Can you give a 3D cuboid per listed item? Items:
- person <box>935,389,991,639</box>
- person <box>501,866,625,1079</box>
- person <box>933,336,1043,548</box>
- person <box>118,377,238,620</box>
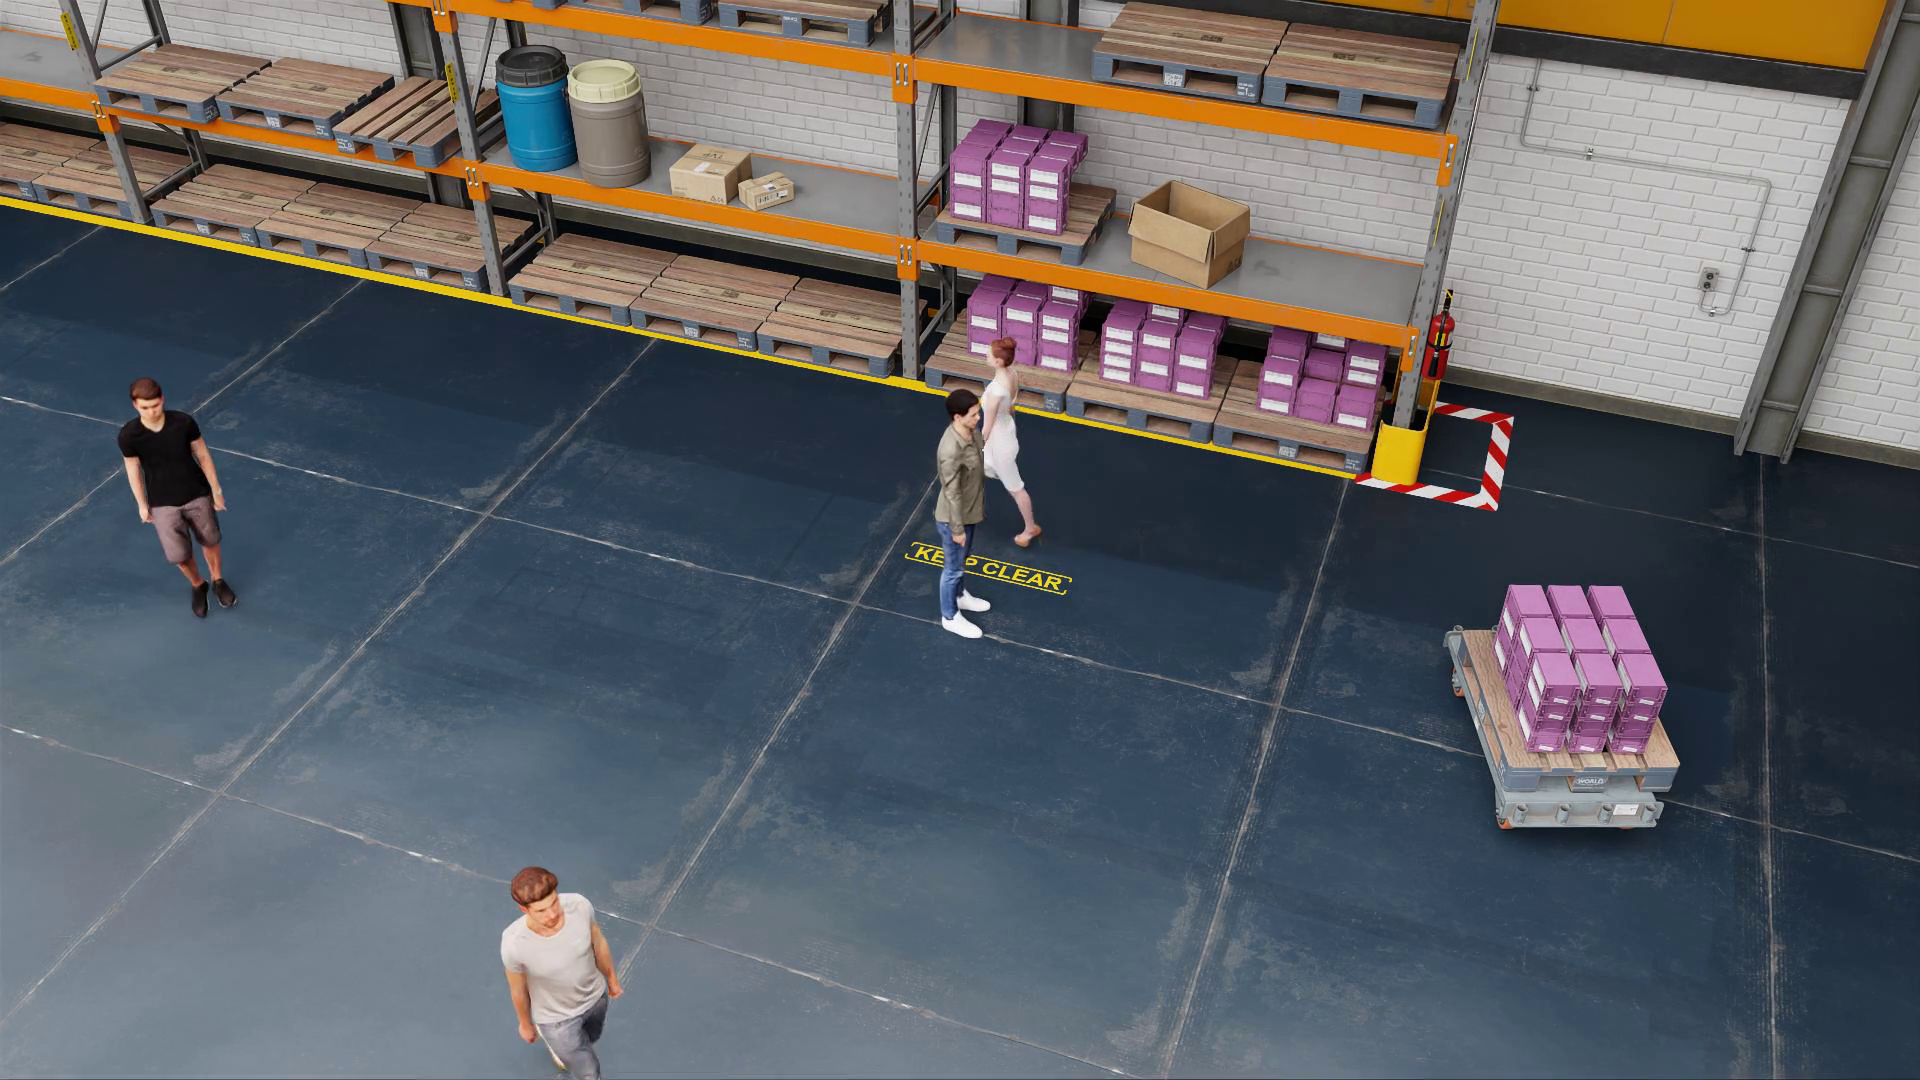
[{"bbox_3d":[-0.013,-0.197,11.000,0.616,1.869,0.723,9,39,11],"label":"person"},{"bbox_3d":[-1.929,2.172,8.034,1.255,1.868,0.986,31,48,33],"label":"person"},{"bbox_3d":[0.380,-0.623,11.626,1.056,1.754,0.642,10,40,12],"label":"person"},{"bbox_3d":[-5.263,-0.347,11.202,0.802,1.850,0.839,-21,43,-24],"label":"person"}]
